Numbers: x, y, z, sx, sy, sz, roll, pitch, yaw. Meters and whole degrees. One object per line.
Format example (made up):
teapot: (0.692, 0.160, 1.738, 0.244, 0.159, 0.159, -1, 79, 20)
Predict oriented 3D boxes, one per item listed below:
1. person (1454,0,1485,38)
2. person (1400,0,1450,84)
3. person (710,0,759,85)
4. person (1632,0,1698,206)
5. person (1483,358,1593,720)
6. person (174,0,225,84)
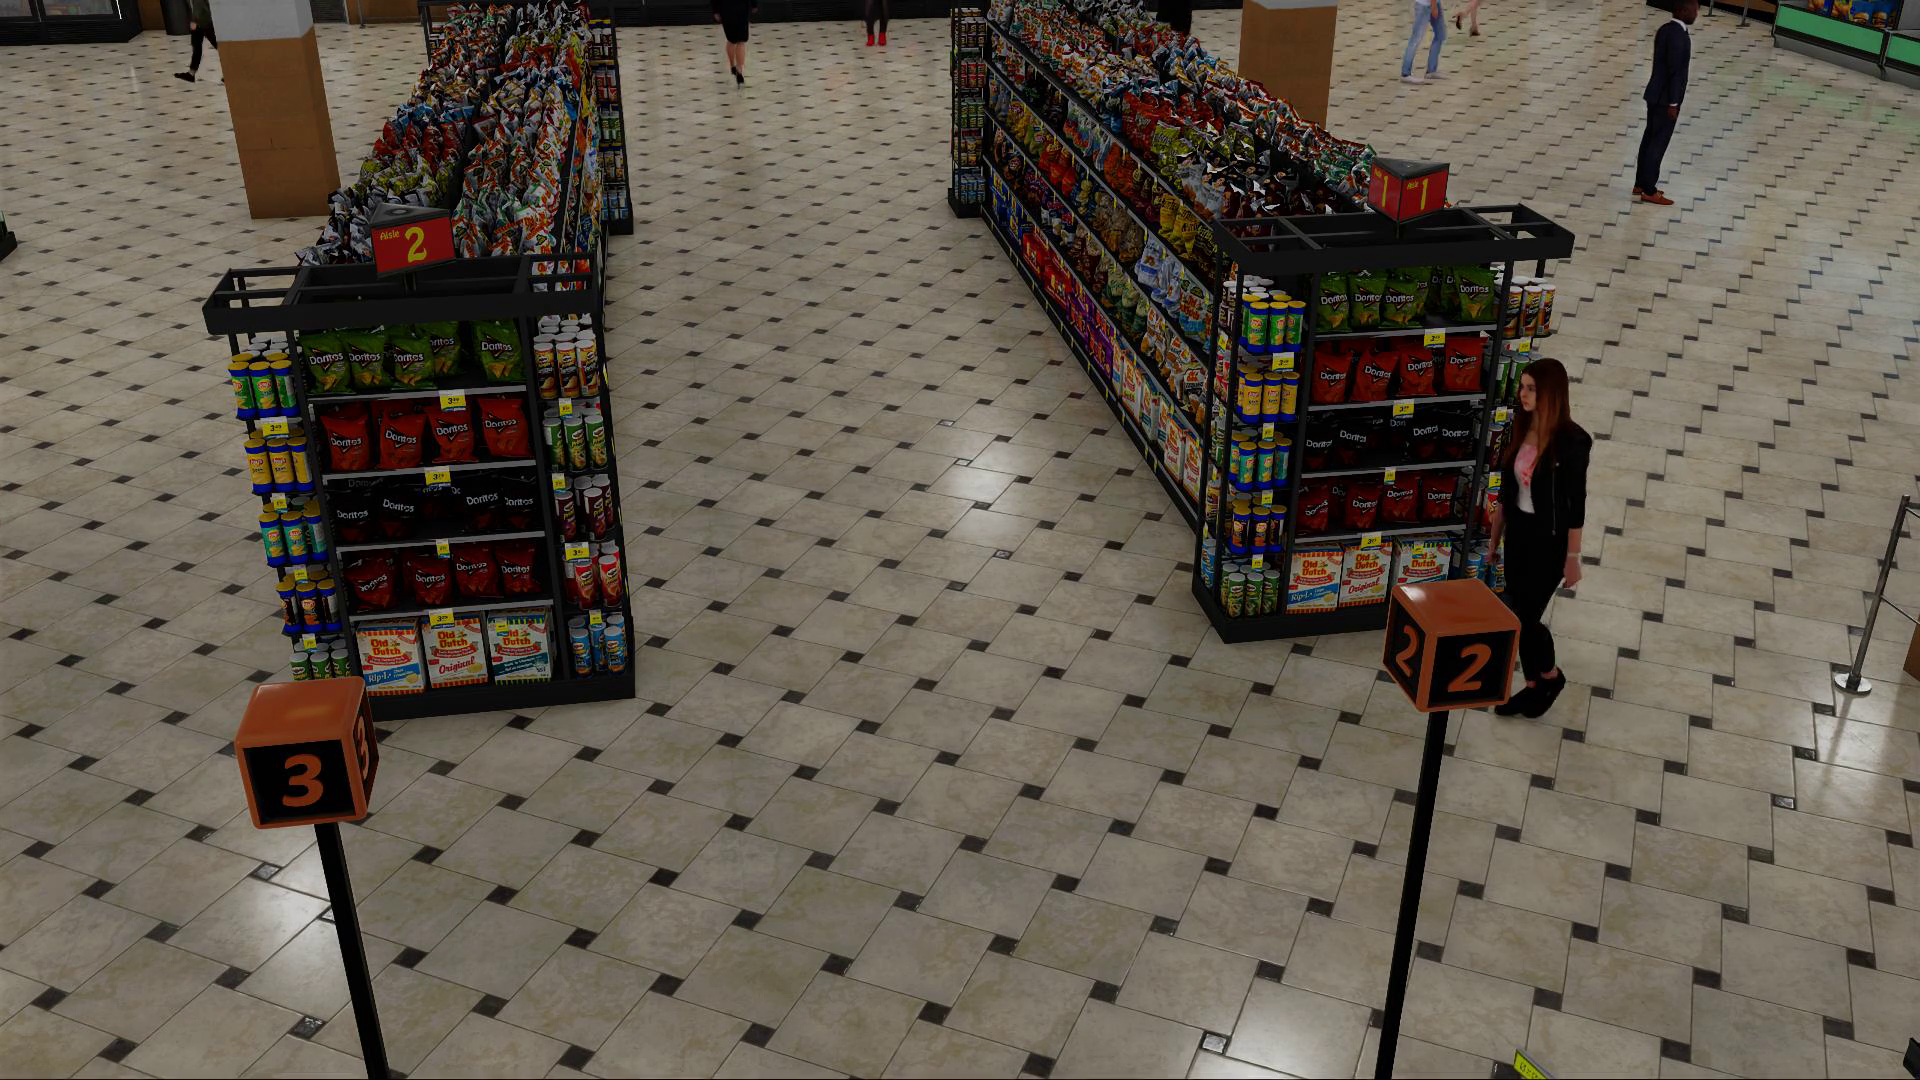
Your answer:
person: (6.938, -7.629, 22.385, 0.935, 1.721, 0.967, -21, 34, -35)
person: (5.466, -6.363, 19.766, 0.941, 1.832, 0.885, 14, 30, 25)
person: (-2.657, -6.204, 19.676, 0.814, 1.630, 1.087, 0, 27, -1)
person: (6.419, -4.017, 15.149, 0.821, 1.823, 0.662, 4, 27, 7)
person: (2.636, -0.003, 7.381, 0.762, 1.691, 0.623, -13, 30, -25)
person: (-8.917, -6.163, 19.809, 0.907, 1.436, 0.989, -18, 32, -31)
